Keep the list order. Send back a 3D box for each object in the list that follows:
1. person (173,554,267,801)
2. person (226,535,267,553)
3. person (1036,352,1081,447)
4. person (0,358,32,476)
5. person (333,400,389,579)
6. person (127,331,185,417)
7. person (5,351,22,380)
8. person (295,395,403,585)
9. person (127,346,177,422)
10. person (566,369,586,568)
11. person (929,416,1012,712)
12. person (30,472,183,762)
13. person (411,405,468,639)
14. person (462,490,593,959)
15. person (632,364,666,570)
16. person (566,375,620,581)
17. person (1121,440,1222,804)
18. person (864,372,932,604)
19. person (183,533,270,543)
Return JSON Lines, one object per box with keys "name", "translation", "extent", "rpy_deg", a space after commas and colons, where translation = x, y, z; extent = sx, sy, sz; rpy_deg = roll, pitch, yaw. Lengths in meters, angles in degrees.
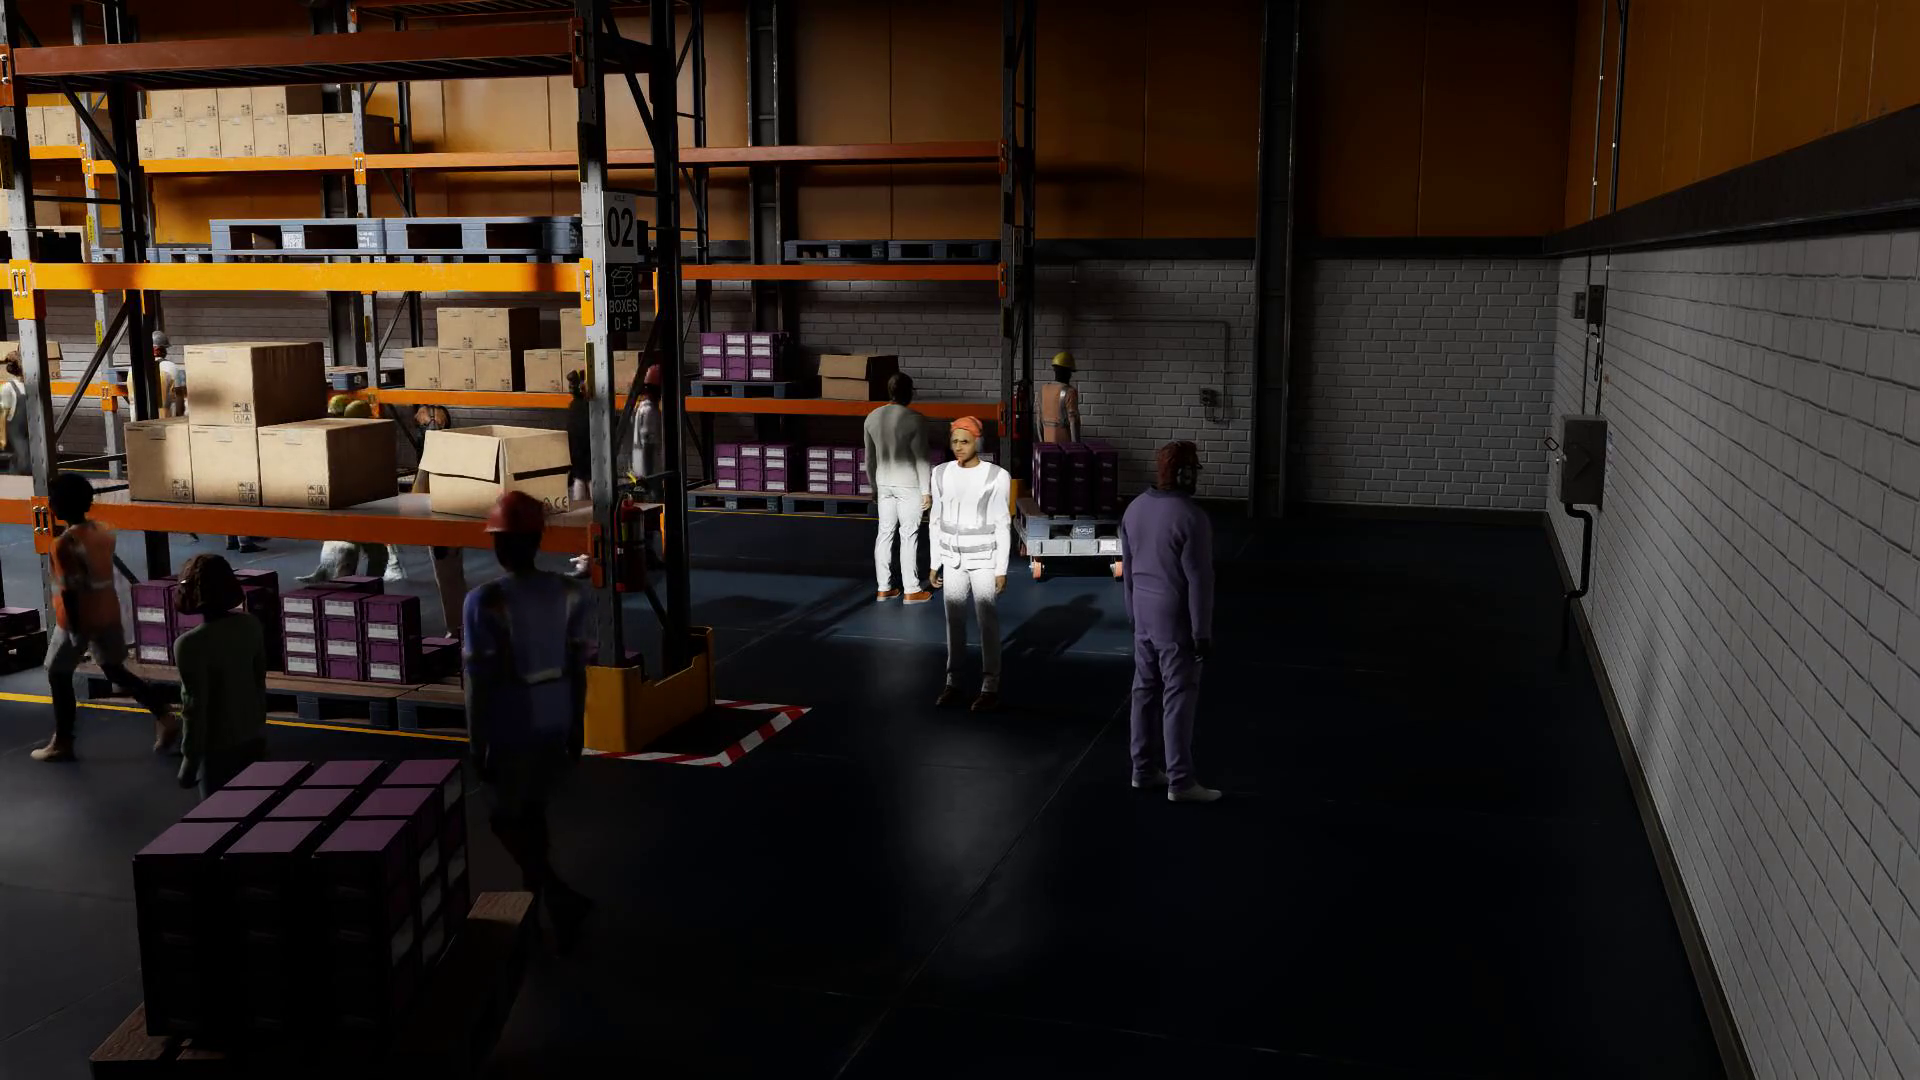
{"name": "person", "translation": [-3.067, 0.866, 6.938], "extent": [0.284, 1.631, 0.501], "rpy_deg": [2, 10, 13]}
{"name": "person", "translation": [-7.095, -0.757, 16.467], "extent": [0.522, 1.758, 0.350], "rpy_deg": [8, 13, 42]}
{"name": "person", "translation": [1.063, -1.011, 17.514], "extent": [0.378, 1.918, 0.585], "rpy_deg": [-8, 12, -41]}
{"name": "person", "translation": [-10.457, -1.148, 18.632], "extent": [0.457, 1.818, 0.547], "rpy_deg": [4, 10, 23]}
{"name": "person", "translation": [-4.715, -0.200, 12.950], "extent": [0.575, 1.790, 0.610], "rpy_deg": [2, 10, 12]}
{"name": "person", "translation": [-9.766, -1.542, 20.378], "extent": [0.684, 2.000, 0.535], "rpy_deg": [2, 10, 14]}
{"name": "person", "translation": [-11.044, -1.317, 19.650], "extent": [0.429, 1.837, 0.625], "rpy_deg": [-8, 12, -40]}
{"name": "person", "translation": [-5.369, -0.425, 14.619], "extent": [0.905, 1.688, 0.496], "rpy_deg": [-7, 11, -35]}
{"name": "person", "translation": [-9.469, -1.346, 19.514], "extent": [0.376, 1.933, 0.545], "rpy_deg": [8, 12, 41]}
{"name": "person", "translation": [-3.502, -0.668, 15.593], "extent": [0.328, 1.865, 0.521], "rpy_deg": [-3, 10, -20]}
{"name": "person", "translation": [0.063, 0.147, 10.577], "extent": [0.578, 1.879, 0.350], "rpy_deg": [5, 11, 29]}
{"name": "person", "translation": [-4.877, 0.440, 9.415], "extent": [0.780, 1.667, 0.529], "rpy_deg": [1, 9, 5]}
{"name": "person", "translation": [-3.715, -0.052, 11.929], "extent": [0.429, 1.837, 0.628], "rpy_deg": [-3, 10, -15]}
{"name": "person", "translation": [-1.717, 0.758, 6.752], "extent": [0.544, 1.914, 0.733], "rpy_deg": [-9, 13, -44]}
{"name": "person", "translation": [-2.801, -0.654, 15.318], "extent": [0.422, 1.920, 0.553], "rpy_deg": [-2, 10, -12]}
{"name": "person", "translation": [-3.247, -0.563, 14.732], "extent": [0.710, 1.944, 0.383], "rpy_deg": [8, 12, 39]}
{"name": "person", "translation": [1.130, 0.426, 8.787], "extent": [0.400, 1.910, 0.643], "rpy_deg": [-6, 11, -31]}
{"name": "person", "translation": [-0.502, -0.432, 13.916], "extent": [0.636, 1.939, 0.362], "rpy_deg": [6, 11, 31]}
{"name": "person", "translation": [-7.530, -0.846, 16.859], "extent": [0.799, 1.806, 0.603], "rpy_deg": [-5, 10, -26]}
